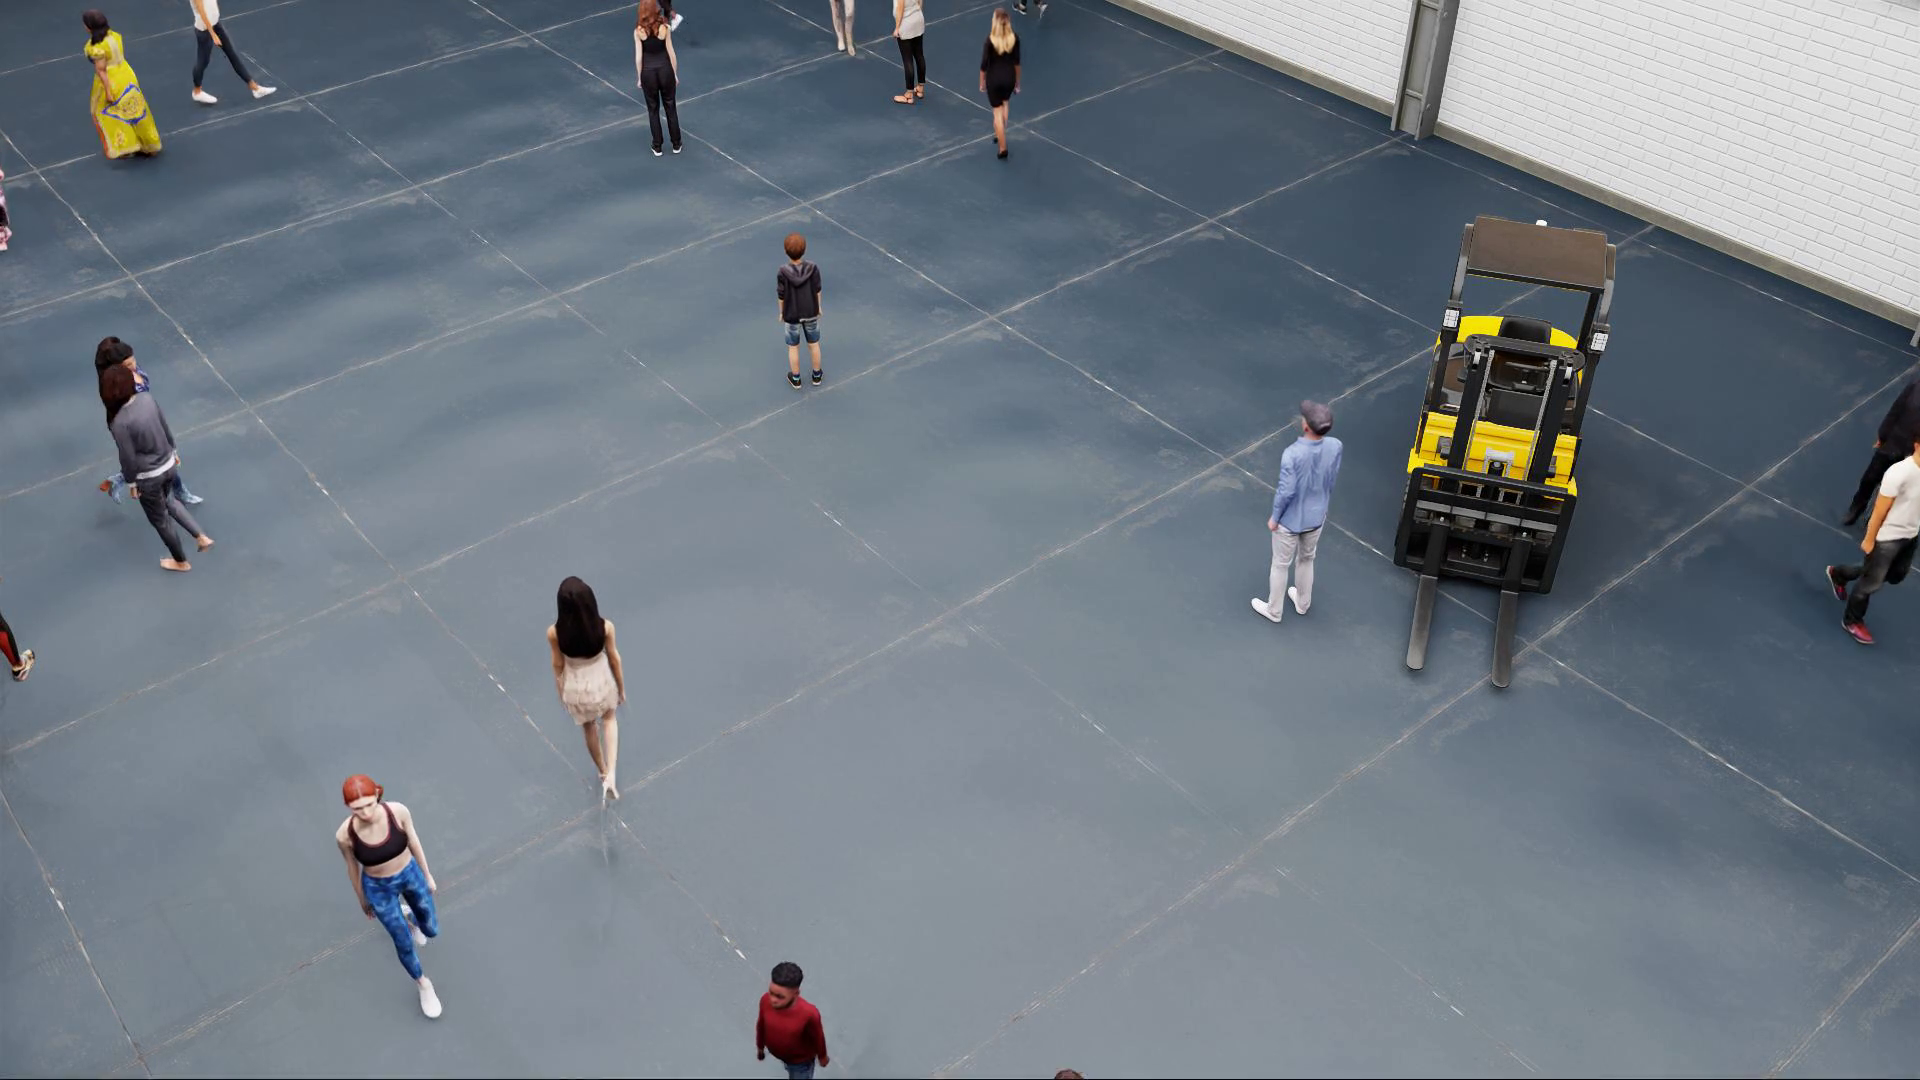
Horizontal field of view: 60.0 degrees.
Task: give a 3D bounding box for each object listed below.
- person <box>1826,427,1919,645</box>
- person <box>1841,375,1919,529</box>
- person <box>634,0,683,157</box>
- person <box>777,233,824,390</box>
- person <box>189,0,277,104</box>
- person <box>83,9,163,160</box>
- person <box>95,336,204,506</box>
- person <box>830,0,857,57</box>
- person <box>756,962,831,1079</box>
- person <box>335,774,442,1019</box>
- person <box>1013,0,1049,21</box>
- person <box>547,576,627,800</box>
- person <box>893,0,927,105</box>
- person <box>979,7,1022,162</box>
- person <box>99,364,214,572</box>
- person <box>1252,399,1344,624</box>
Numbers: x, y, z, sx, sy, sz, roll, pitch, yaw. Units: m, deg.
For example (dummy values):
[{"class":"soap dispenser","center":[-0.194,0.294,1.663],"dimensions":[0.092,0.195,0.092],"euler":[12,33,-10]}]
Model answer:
[{"class":"person","center":[6.531,-0.107,11.756],"dimensions":[0.791,1.790,0.930],"euler":[-15,41,-17]},{"class":"person","center":[7.181,-0.750,12.581],"dimensions":[0.780,1.753,0.661],"euler":[-30,47,-32]},{"class":"person","center":[-3.265,-5.007,17.918],"dimensions":[0.665,1.746,0.652],"euler":[-9,40,-11]},{"class":"person","center":[-1.385,-1.981,14.369],"dimensions":[0.611,1.446,0.623],"euler":[-9,39,-11]},{"class":"person","center":[-8.606,-5.764,18.854],"dimensions":[1.149,1.760,1.184],"euler":[-2,39,-2]},{"class":"person","center":[-8.961,-4.856,17.819],"dimensions":[1.001,1.644,0.956],"euler":[7,39,9]},{"class":"person","center":[-6.400,-0.862,12.839],"dimensions":[0.969,1.607,0.989],"euler":[-7,39,-8]},{"class":"person","center":[-1.465,-6.780,20.196],"dimensions":[0.803,1.684,0.870],"euler":[-4,39,-5]},{"class":"person","center":[-0.847,2.616,8.774],"dimensions":[0.677,1.245,0.706],"euler":[18,42,21]},{"class":"person","center":[-3.158,1.895,9.261],"dimensions":[0.629,1.774,0.900],"euler":[-21,43,-25]},{"class":"person","center":[0.905,-7.370,20.973],"dimensions":[0.598,1.625,0.984],"euler":[-24,44,-27]},{"class":"person","center":[-2.325,1.005,10.405],"dimensions":[0.767,1.727,0.862],"euler":[-7,39,-8]},{"class":"person","center":[-0.560,-5.889,18.957],"dimensions":[0.590,1.827,0.636],"euler":[26,45,29]},{"class":"person","center":[0.471,-4.827,17.762],"dimensions":[0.693,1.659,0.820],"euler":[-15,41,-18]},{"class":"person","center":[-5.877,-0.512,12.277],"dimensions":[0.850,1.762,0.798],"euler":[10,40,13]},{"class":"person","center":[2.411,-0.195,11.780],"dimensions":[0.712,1.886,0.671],"euler":[-15,41,-18]}]
